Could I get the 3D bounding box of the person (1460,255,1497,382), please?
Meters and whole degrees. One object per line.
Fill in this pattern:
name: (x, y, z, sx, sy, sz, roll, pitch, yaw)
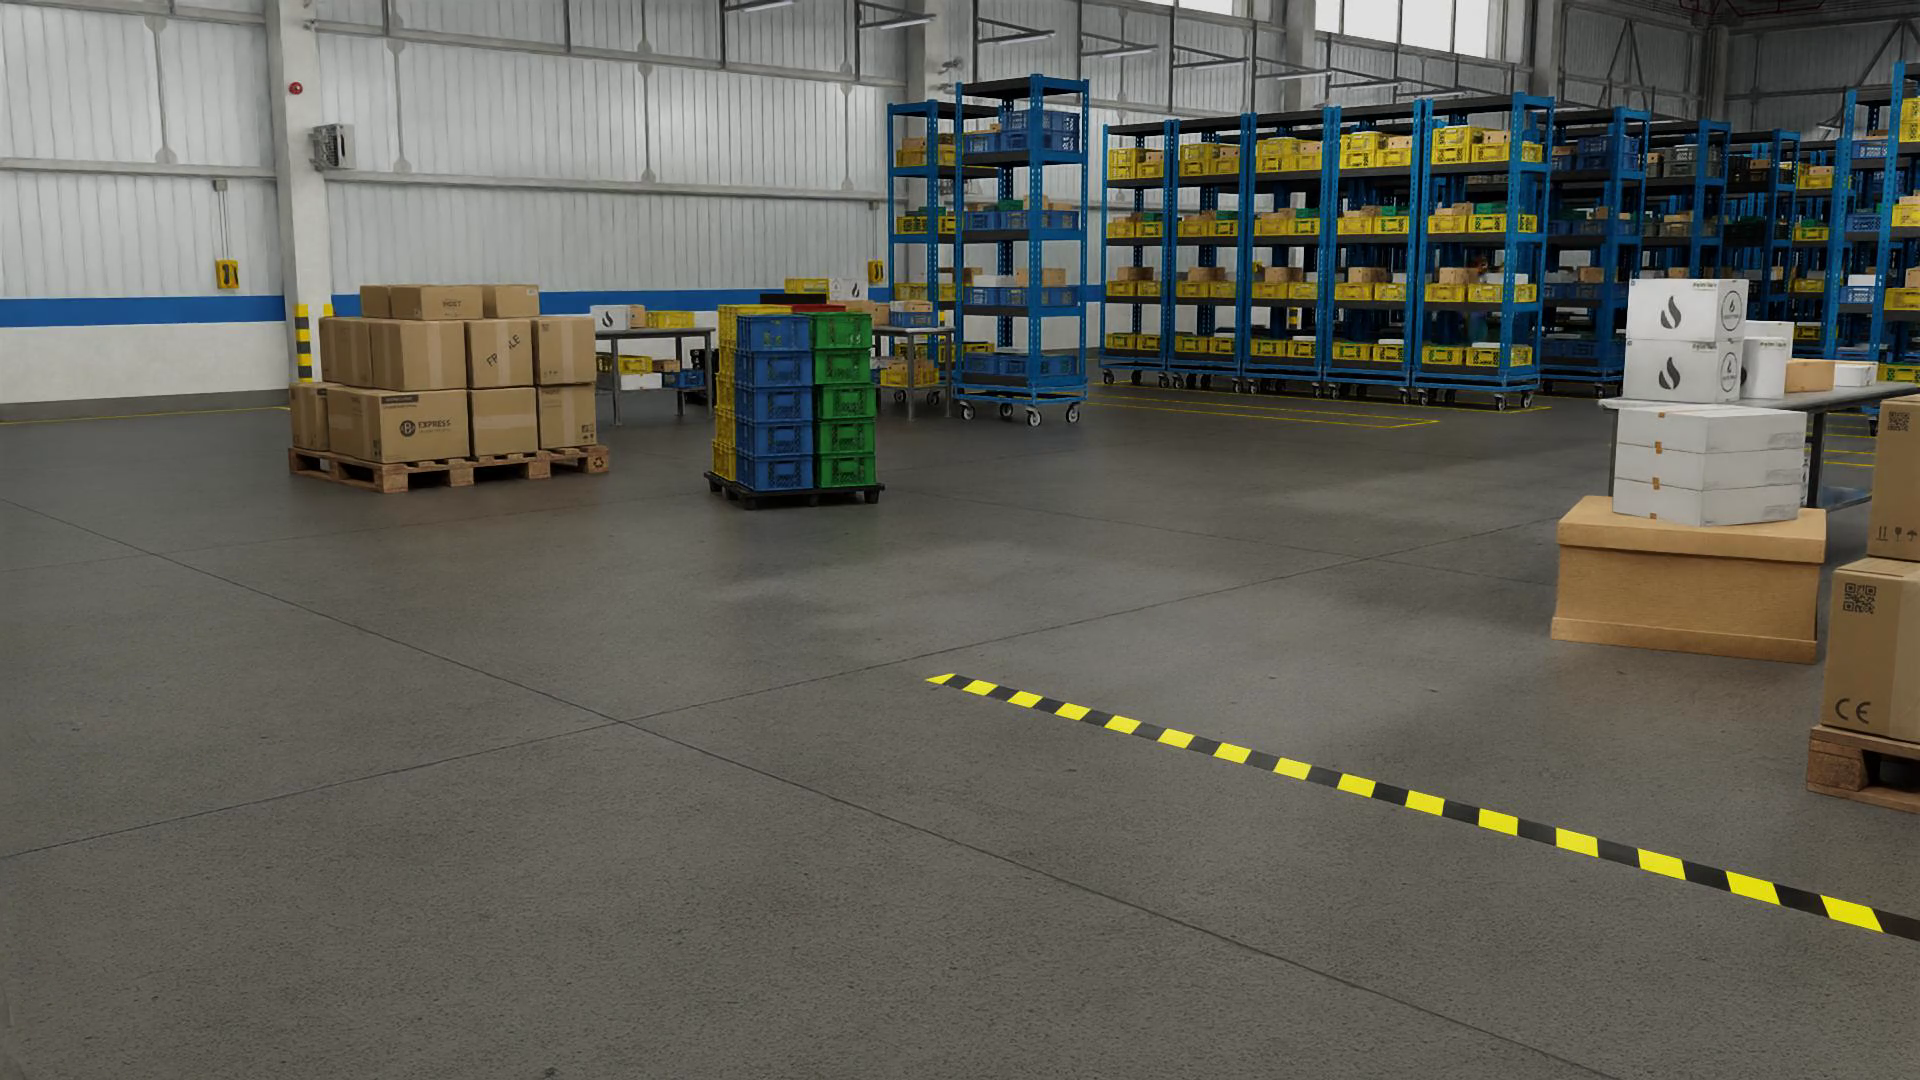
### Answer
person: (7.342, -3.172, 23.871, 0.720, 1.826, 0.570, 8, 12, 39)
